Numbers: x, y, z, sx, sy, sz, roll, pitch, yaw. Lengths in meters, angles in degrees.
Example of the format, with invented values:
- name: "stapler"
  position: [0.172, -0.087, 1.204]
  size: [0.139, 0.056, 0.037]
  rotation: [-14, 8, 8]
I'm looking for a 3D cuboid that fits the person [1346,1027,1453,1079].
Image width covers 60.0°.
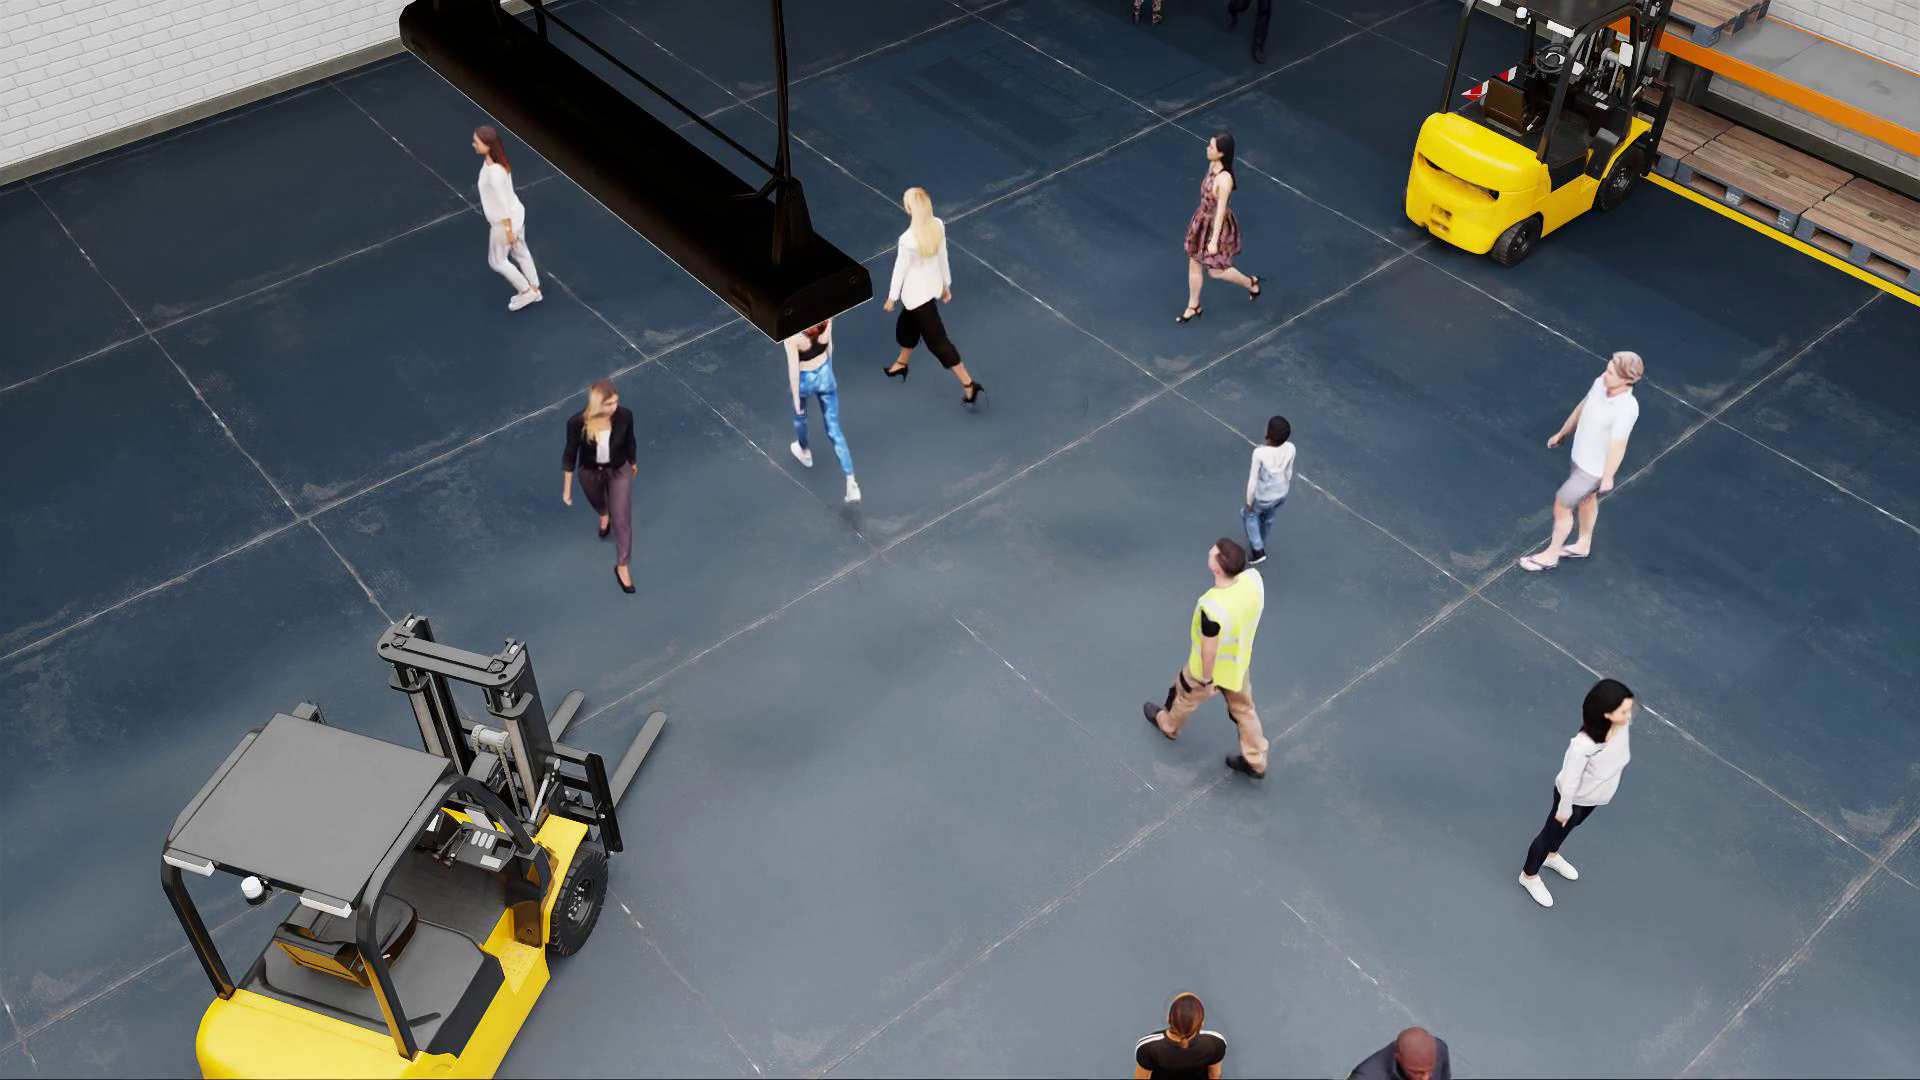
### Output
- name: "person"
  position: [1.925, 2.719, 7.893]
  size: [0.762, 1.802, 0.781]
  rotation: [-24, 49, -23]

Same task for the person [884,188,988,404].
- name: "person"
  position: [-0.204, -1.784, 12.609]
  size: [1.249, 1.818, 0.849]
  rotation: [25, 49, 24]

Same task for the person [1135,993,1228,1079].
- name: "person"
  position: [1.035, 2.682, 8.029]
  size: [0.667, 1.669, 0.700]
  rotation: [-3, 44, -3]

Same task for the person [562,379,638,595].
- name: "person"
  position: [-2.442, -0.475, 11.390]
  size: [0.995, 1.604, 1.164]
  rotation: [-6, 44, -6]

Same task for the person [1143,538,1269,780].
- name: "person"
  position: [1.619, 0.745, 9.959]
  size: [0.708, 1.812, 1.125]
  rotation: [-29, 50, -27]

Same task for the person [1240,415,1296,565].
- name: "person"
  position: [2.137, -0.320, 11.485]
  size: [0.633, 1.249, 0.738]
  rotation: [-9, 44, -9]

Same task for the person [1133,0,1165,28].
- name: "person"
  position: [1.999, -6.209, 17.329]
  size: [0.642, 1.714, 0.732]
  rotation: [15, 46, 15]

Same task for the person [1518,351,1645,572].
- name: "person"
  position: [4.389, -0.533, 11.299]
  size: [0.934, 1.814, 0.875]
  rotation: [3, 44, 3]

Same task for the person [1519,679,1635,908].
- name: "person"
  position: [3.486, 1.394, 9.361]
  size: [0.617, 1.698, 0.555]
  rotation: [-33, 52, -30]

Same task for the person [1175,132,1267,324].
- name: "person"
  position: [2.115, -2.469, 13.372]
  size: [0.981, 1.757, 1.014]
  rotation: [-6, 44, -6]

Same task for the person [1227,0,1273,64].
- name: "person"
  position: [2.978, -5.803, 16.840]
  size: [1.018, 1.801, 1.160]
  rotation: [-6, 44, -6]

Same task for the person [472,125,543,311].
- name: "person"
  position: [-3.640, -2.643, 13.612]
  size: [0.767, 1.677, 0.674]
  rotation: [-7, 44, -7]

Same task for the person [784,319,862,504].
- name: "person"
  position: [-0.988, -1.014, 11.852]
  size: [0.684, 1.747, 1.228]
  rotation: [-22, 48, -21]
